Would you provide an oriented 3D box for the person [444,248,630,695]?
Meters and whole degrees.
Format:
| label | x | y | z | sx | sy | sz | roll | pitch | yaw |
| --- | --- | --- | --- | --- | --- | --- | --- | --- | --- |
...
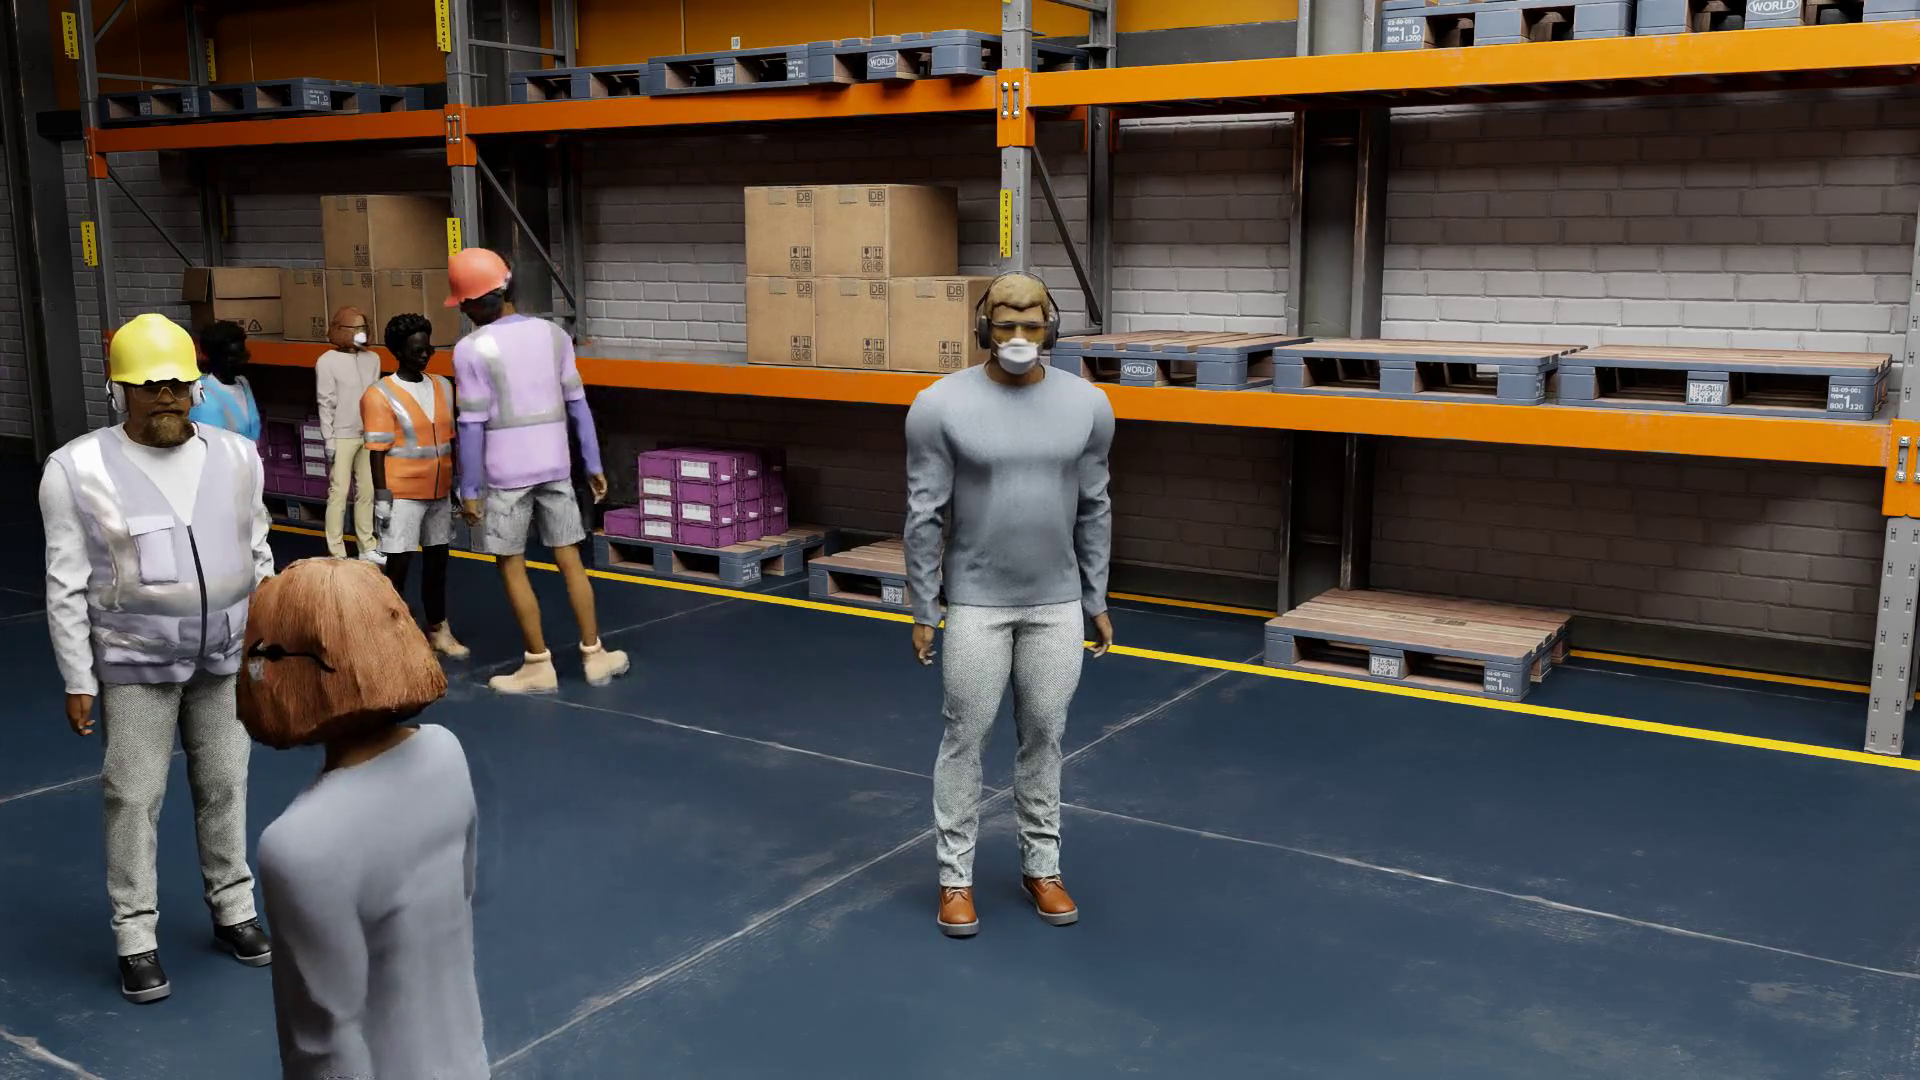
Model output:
| label | x | y | z | sx | sy | sz | roll | pitch | yaw |
| --- | --- | --- | --- | --- | --- | --- | --- | --- | --- |
| person | -1.882 | -0.299 | 7.440 | 0.478 | 1.988 | 0.792 | 9 | 14 | 41 |

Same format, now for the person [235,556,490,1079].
| label | x | y | z | sx | sy | sz | roll | pitch | yaw |
| --- | --- | --- | --- | --- | --- | --- | --- | --- | --- |
| person | -0.741 | 0.812 | 2.363 | 0.766 | 1.604 | 0.499 | 2 | 10 | 12 |

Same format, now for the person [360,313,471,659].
| label | x | y | z | sx | sy | sz | roll | pitch | yaw |
| --- | --- | --- | --- | --- | --- | --- | --- | --- | --- |
| person | -2.573 | -0.223 | 7.853 | 0.321 | 1.688 | 0.535 | 6 | 12 | 28 |

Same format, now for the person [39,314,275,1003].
| label | x | y | z | sx | sy | sz | roll | pitch | yaw |
| --- | --- | --- | --- | --- | --- | --- | --- | --- | --- |
| person | -2.117 | 0.309 | 4.497 | 0.403 | 1.830 | 0.599 | 9 | 14 | 42 |

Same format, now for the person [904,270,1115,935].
| label | x | y | z | sx | sy | sz | roll | pitch | yaw |
| --- | --- | --- | --- | --- | --- | --- | --- | --- | --- |
| person | 0.149 | 0.189 | 4.870 | 0.635 | 1.936 | 0.353 | -3 | 11 | -15 |

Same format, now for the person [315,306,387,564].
| label | x | y | z | sx | sy | sz | roll | pitch | yaw |
| --- | --- | --- | --- | --- | --- | --- | --- | --- | --- |
| person | -3.721 | -0.616 | 10.206 | 0.284 | 1.625 | 0.492 | 5 | 11 | 24 |

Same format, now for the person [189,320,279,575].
| label | x | y | z | sx | sy | sz | roll | pitch | yaw |
| --- | --- | --- | --- | --- | --- | --- | --- | --- | --- |
| person | -3.575 | -0.260 | 8.169 | 0.744 | 1.638 | 0.562 | 1 | 10 | 5 |
